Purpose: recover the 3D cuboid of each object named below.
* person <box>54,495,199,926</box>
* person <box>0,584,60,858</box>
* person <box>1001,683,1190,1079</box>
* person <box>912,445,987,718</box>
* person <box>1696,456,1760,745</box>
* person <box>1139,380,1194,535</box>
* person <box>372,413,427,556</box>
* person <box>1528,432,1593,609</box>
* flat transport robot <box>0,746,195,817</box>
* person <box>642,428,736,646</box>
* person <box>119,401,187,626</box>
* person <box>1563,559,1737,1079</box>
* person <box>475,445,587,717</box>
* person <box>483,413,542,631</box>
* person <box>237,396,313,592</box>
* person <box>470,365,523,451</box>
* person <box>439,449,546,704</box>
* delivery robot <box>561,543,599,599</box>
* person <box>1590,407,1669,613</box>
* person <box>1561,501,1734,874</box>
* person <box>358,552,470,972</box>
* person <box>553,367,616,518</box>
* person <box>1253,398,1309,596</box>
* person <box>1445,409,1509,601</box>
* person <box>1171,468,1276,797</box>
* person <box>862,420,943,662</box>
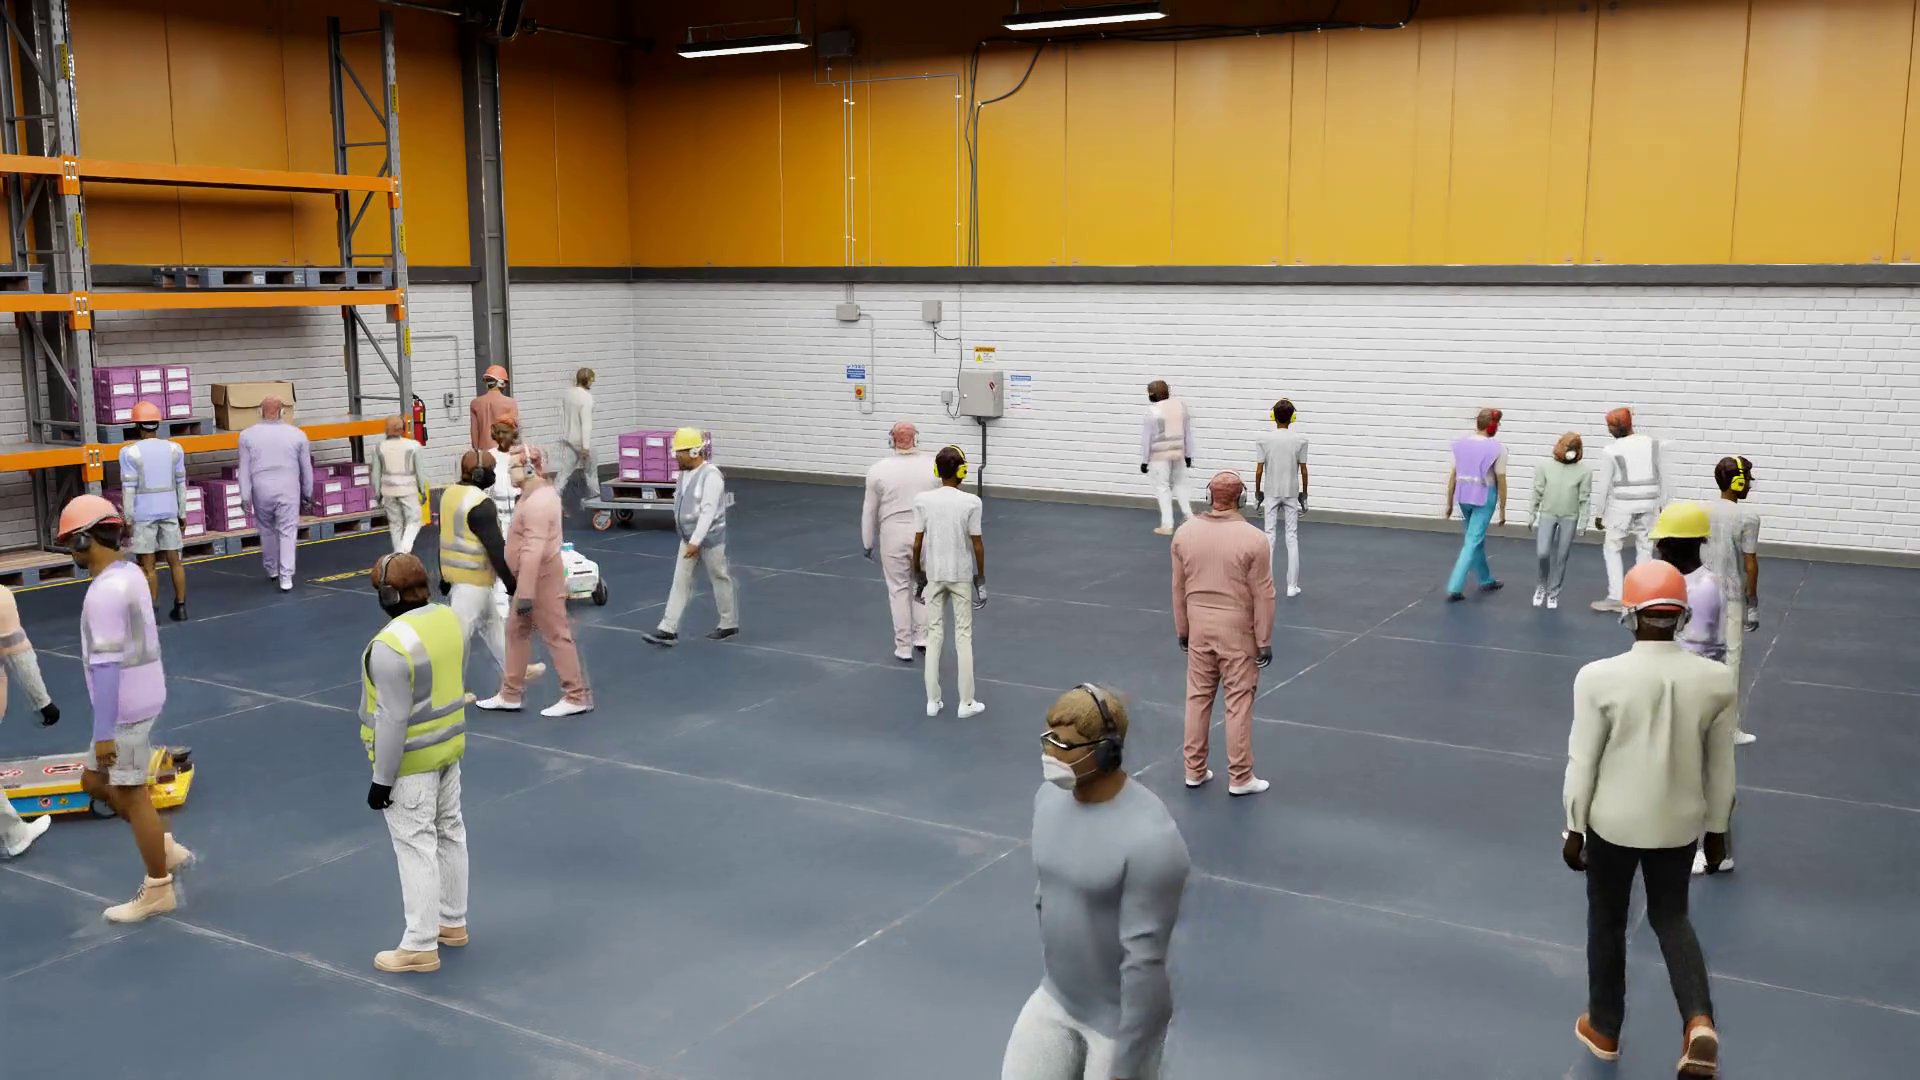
[{"bbox_3d":[-3.928,0.796,7.771,0.467,2.004,0.708,-3,10,-18],"label":"person"},{"bbox_3d":[-4.860,0.791,8.219,0.608,1.871,1.006,2,9,12],"label":"person"},{"bbox_3d":[0.326,1.347,4.611,0.594,1.921,0.630,-6,11,-34],"label":"person"},{"bbox_3d":[-0.071,0.285,11.389,0.534,1.864,0.310,3,9,16],"label":"person"},{"bbox_3d":[4.922,0.389,10.751,0.335,1.864,0.521,-5,11,-31],"label":"person"},{"bbox_3d":[2.386,-0.955,19.351,0.731,1.810,0.430,-6,11,-32],"label":"person"},{"bbox_3d":[-5.669,-0.466,16.799,0.527,1.624,0.530,0,9,0],"label":"person"},{"bbox_3d":[5.405,-0.173,14.988,0.525,1.614,0.418,3,10,18],"label":"person"},{"bbox_3d":[-5.153,1.395,9.420,1.431,0.197,0.652,-3,10,-20],"label":"flat transport robot"},{"bbox_3d":[-2.192,-0.010,13.472,0.905,1.776,0.581,-8,12,-43],"label":"person"},{"bbox_3d":[-6.973,-0.229,14.376,0.363,1.934,0.552,7,12,39],"label":"person"},{"bbox_3d":[2.581,1.063,6.208,0.622,1.978,0.675,0,9,0],"label":"person"},{"bbox_3d":[-2.968,0.293,11.284,0.874,1.873,0.667,-2,9,-13],"label":"person"},{"bbox_3d":[-3.881,-0.186,14.433,0.578,1.843,0.975,-1,9,-9],"label":"person"},{"bbox_3d":[-6.606,-0.462,16.094,0.656,1.846,1.018,-3,10,-21],"label":"person"},{"bbox_3d":[-5.277,-0.999,19.028,0.610,1.985,0.392,2,9,12],"label":"person"},{"bbox_3d":[-3.338,0.255,11.783,0.957,1.795,0.632,-7,11,-35],"label":"person"},{"bbox_3d":[-3.593,0.270,15.240,0.477,0.478,0.707,-7,12,-34],"label":"delivery robot"},{"bbox_3d":[6.024,-0.264,14.888,0.683,1.852,0.346,0,9,-2],"label":"person"},{"bbox_3d":[3.514,0.751,8.362,0.909,1.888,0.602,2,9,10],"label":"person"},{"bbox_3d":[-2.389,0.960,7.272,0.429,1.837,0.620,2,9,13],"label":"person"},{"bbox_3d":[-4.751,-1.207,20.696,0.646,1.882,1.000,8,12,42],"label":"person"},{"bbox_3d":[3.020,-0.400,15.650,0.515,1.872,0.328,1,9,9],"label":"person"},{"bbox_3d":[4.845,-0.336,15.529,0.986,1.785,0.578,-7,11,-37],"label":"person"},{"bbox_3d":[1.550,0.533,9.694,0.646,1.913,0.409,7,11,37],"label":"person"},{"bbox_3d":[-0.447,-0.007,13.123,0.681,1.886,0.617,-2,9,-13],"label":"person"}]
